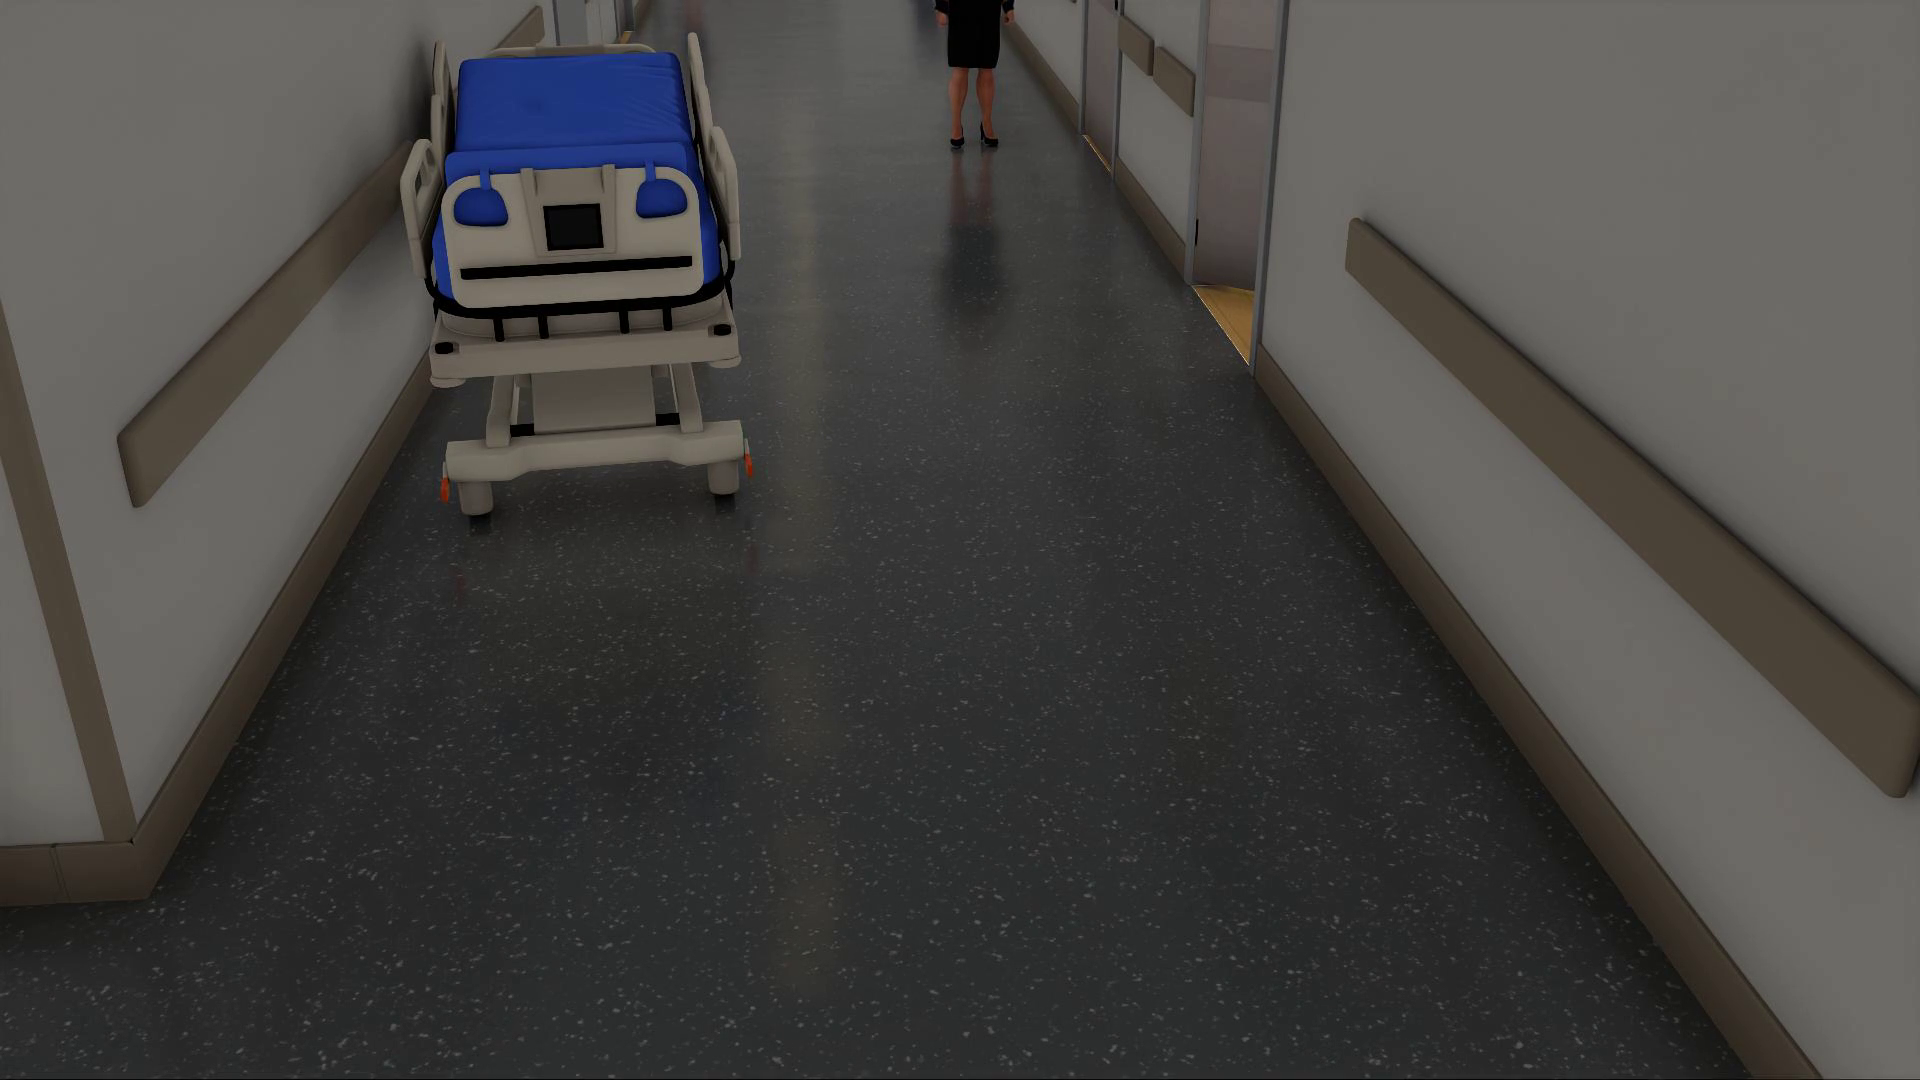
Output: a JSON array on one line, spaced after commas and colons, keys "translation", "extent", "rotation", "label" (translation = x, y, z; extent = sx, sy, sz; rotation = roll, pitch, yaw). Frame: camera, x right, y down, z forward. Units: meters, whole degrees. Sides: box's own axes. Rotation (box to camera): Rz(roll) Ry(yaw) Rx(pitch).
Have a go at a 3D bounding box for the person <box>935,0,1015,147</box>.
[{"translation": [0.097, -3.427, 10.849], "extent": [0.571, 1.668, 0.762], "rotation": [-4, 26, -8], "label": "person"}]
